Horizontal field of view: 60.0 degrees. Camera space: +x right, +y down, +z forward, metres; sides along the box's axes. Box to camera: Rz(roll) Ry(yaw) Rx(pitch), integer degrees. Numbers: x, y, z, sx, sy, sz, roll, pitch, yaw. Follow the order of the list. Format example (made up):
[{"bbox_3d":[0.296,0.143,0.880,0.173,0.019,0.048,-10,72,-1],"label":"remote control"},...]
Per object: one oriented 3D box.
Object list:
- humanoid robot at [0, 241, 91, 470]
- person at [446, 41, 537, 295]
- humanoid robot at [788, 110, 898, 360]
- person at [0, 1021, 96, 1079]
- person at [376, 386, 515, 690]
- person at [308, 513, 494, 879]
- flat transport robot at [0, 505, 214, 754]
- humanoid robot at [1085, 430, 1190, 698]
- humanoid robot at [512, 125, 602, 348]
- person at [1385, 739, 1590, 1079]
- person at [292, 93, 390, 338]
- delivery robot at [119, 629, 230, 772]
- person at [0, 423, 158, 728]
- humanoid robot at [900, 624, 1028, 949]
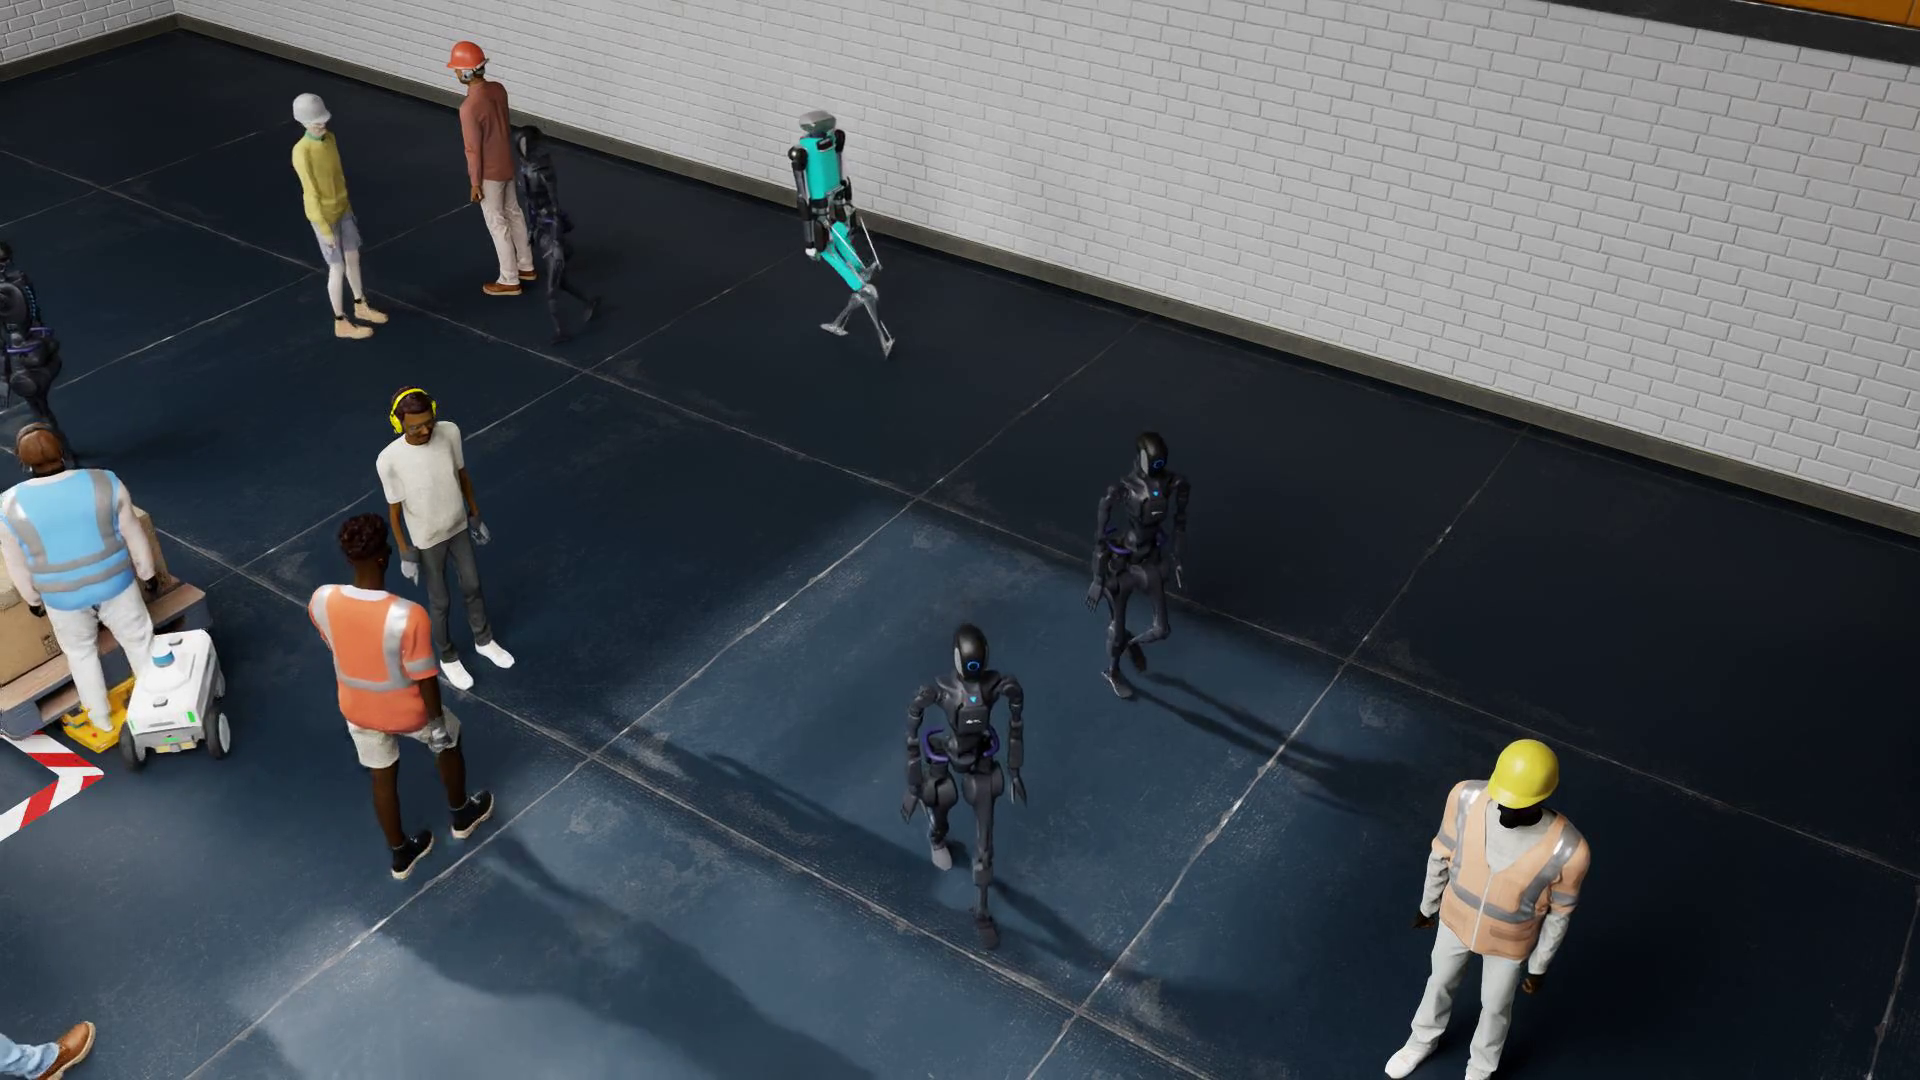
[{"bbox_3d":[-6.006,-1.129,10.650,0.409,1.652,0.592,-1,35,-1],"label":"humanoid robot"},{"bbox_3d":[-3.638,-2.871,12.876,0.405,1.986,0.615,7,36,10],"label":"person"},{"bbox_3d":[-0.738,-2.173,12.111,0.959,1.779,0.542,23,41,29],"label":"humanoid robot"},{"bbox_3d":[-4.179,1.661,6.441,0.621,1.919,1.084,27,43,33],"label":"person"},{"bbox_3d":[-2.766,-0.015,8.905,0.345,1.856,0.520,26,42,32],"label":"person"},{"bbox_3d":[-2.622,0.697,7.816,0.611,1.928,0.732,6,35,9],"label":"person"},{"bbox_3d":[-4.950,0.691,9.276,1.431,0.231,0.659,21,40,27],"label":"flat transport robot"},{"bbox_3d":[0.921,0.115,8.862,0.589,1.647,0.400,-15,38,-20],"label":"humanoid robot"},{"bbox_3d":[-2.998,-2.292,12.342,0.656,1.632,0.589,-24,41,-30],"label":"humanoid robot"},{"bbox_3d":[2.100,1.537,6.623,0.584,1.927,0.362,25,42,31],"label":"person"},{"bbox_3d":[-4.641,-2.399,12.293,0.403,1.885,0.494,7,36,10],"label":"person"},{"bbox_3d":[-4.163,0.836,8.830,0.499,0.607,0.808,-8,36,-11],"label":"delivery robot"},{"bbox_3d":[-4.488,0.231,8.579,0.643,1.829,0.434,-20,40,-26],"label":"person"},{"bbox_3d":[0.010,1.039,7.598,0.597,1.628,0.789,-8,36,-12],"label":"humanoid robot"}]
